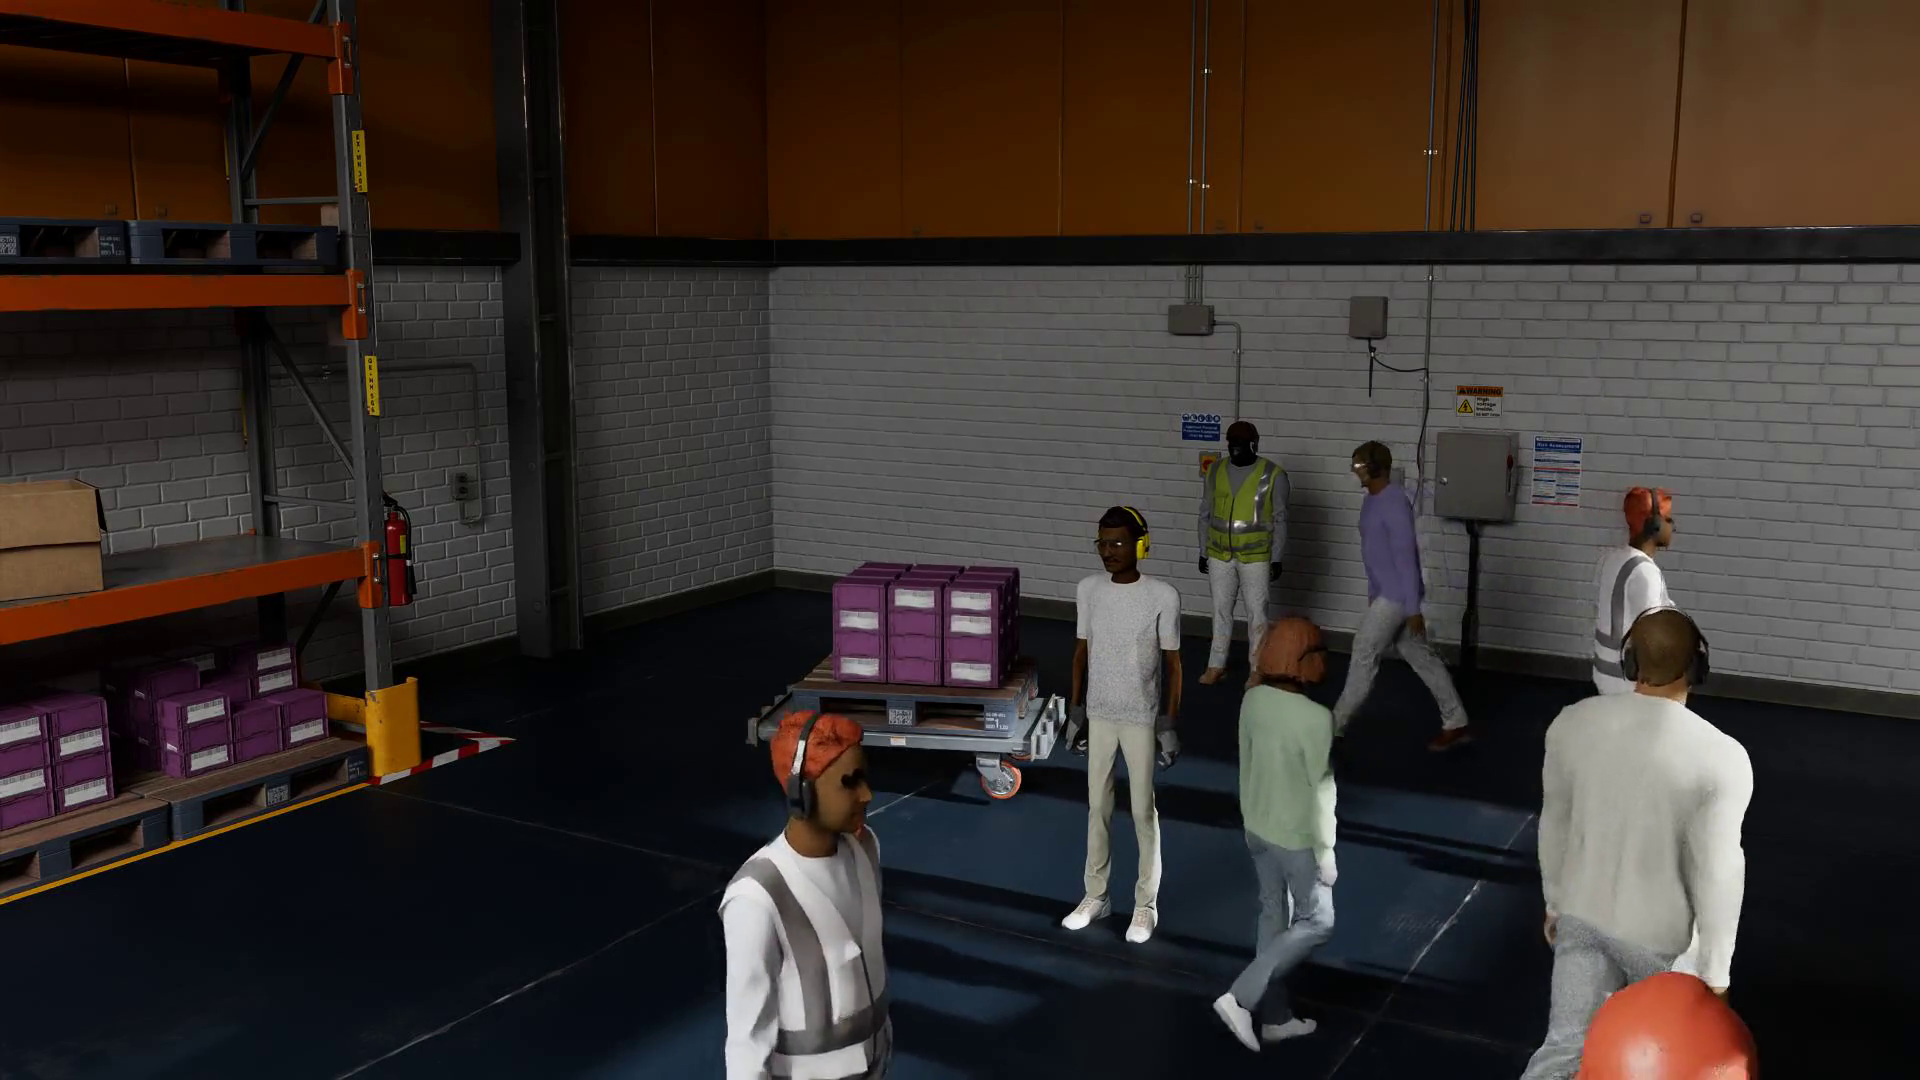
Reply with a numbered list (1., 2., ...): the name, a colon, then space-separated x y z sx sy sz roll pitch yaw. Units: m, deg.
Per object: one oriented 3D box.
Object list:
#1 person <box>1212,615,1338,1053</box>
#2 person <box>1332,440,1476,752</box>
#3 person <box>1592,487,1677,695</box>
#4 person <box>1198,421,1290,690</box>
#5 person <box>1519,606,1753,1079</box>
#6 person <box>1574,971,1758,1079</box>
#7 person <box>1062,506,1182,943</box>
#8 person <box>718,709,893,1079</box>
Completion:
1. person: 1.137 1.074 5.996 0.454 1.620 0.515 -4 10 -25
2. person: 2.575 0.343 9.848 1.099 1.871 0.639 1 9 6
3. person: 3.101 0.683 7.687 0.472 1.869 0.613 2 9 10
4. person: 1.916 0.104 11.393 0.636 1.842 0.429 5 11 30
5. person: 1.920 1.142 4.822 1.034 1.887 0.673 -8 12 -39
6. person: 0.921 1.524 2.323 0.578 1.900 0.936 5 10 29
7. person: 0.690 0.779 7.101 0.538 1.867 0.313 5 11 30
8. person: -0.394 1.300 3.903 0.820 1.860 0.578 5 10 26
